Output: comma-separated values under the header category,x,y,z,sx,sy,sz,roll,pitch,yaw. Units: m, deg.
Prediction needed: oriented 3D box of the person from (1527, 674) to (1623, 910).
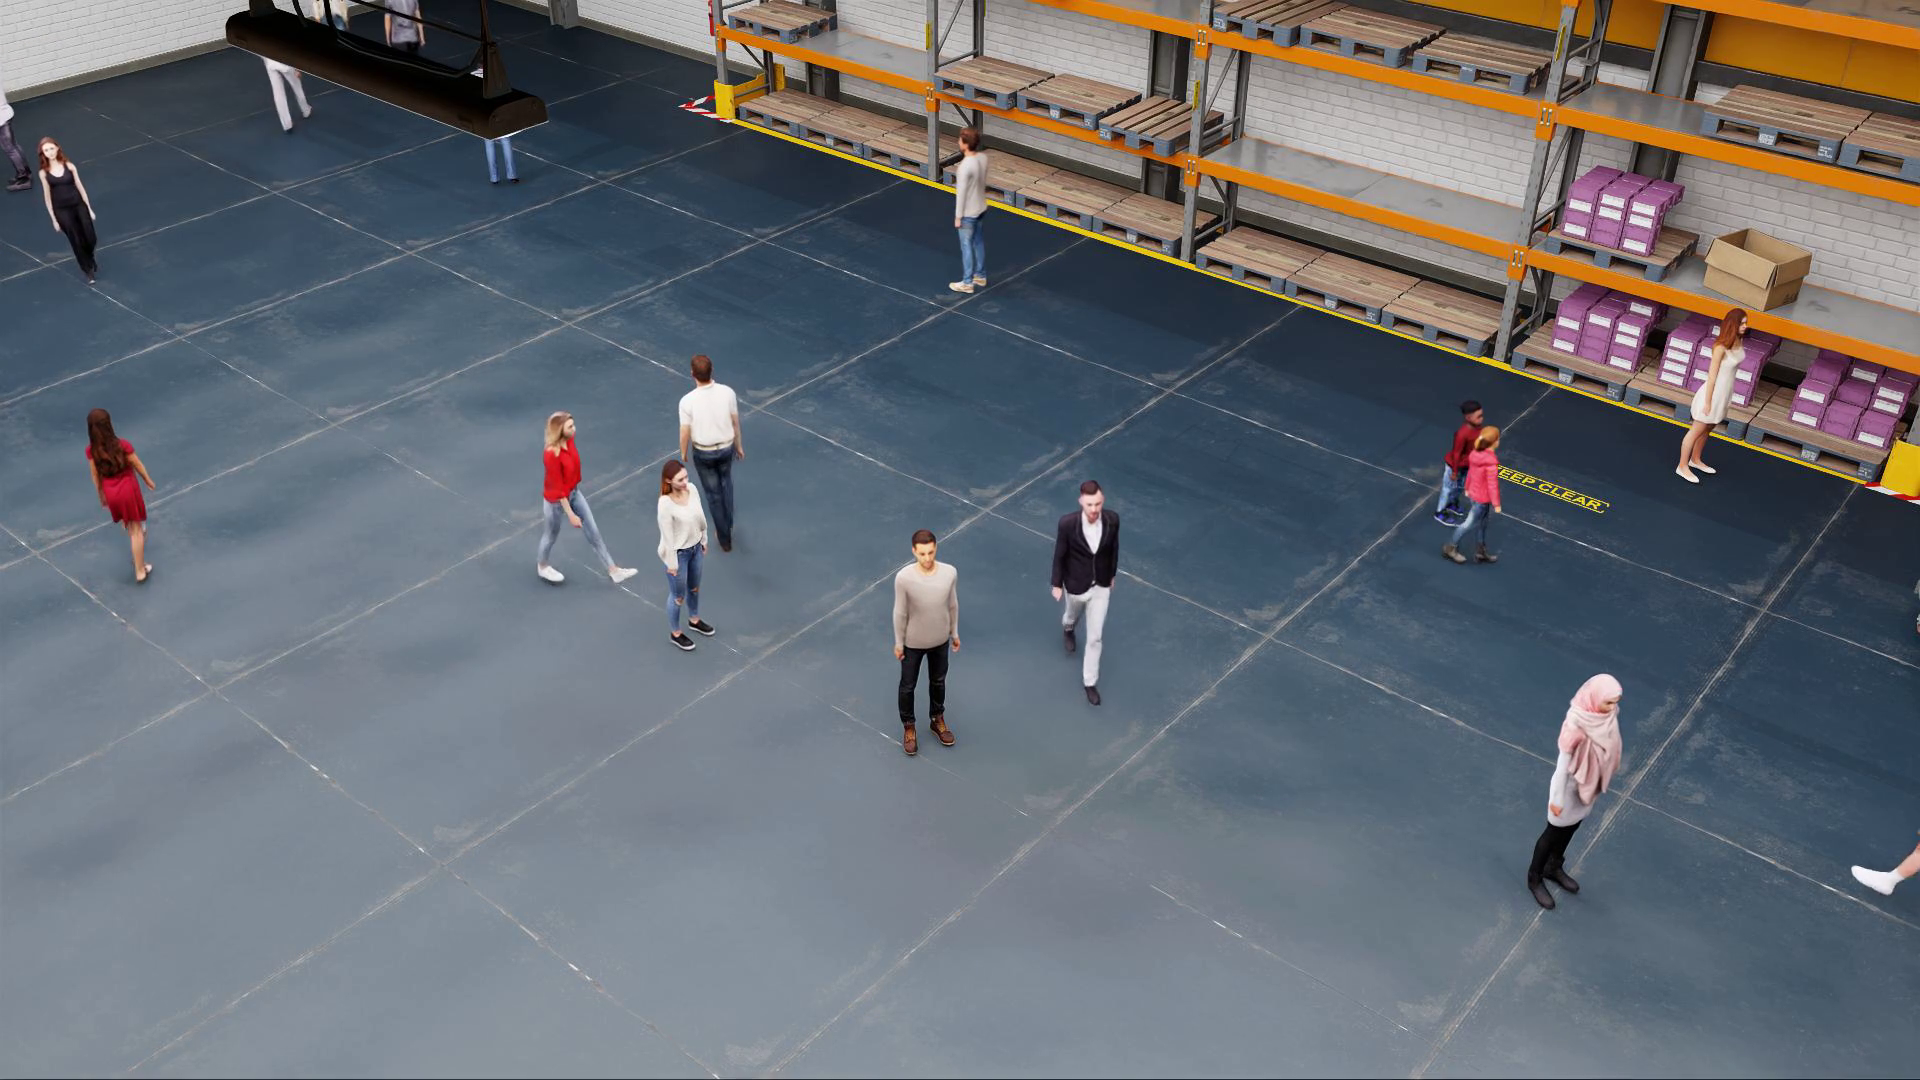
category,x,y,z,sx,sy,sz,roll,pitch,yaw
person,4.007,1.606,10.840,0.693,1.804,0.682,-21,39,-28

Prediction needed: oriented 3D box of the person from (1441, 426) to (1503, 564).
category,x,y,z,sx,sy,sz,roll,pitch,yaw
person,4.394,-0.365,14.276,0.796,1.282,0.684,7,34,11

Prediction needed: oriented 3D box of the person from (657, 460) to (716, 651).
category,x,y,z,sx,sy,sz,roll,pitch,yaw
person,-2.207,0.094,13.215,0.594,1.692,0.639,19,38,26

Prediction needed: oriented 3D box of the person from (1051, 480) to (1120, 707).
category,x,y,z,sx,sy,sz,roll,pitch,yaw
person,0.955,0.296,12.808,1.174,1.807,1.267,-4,34,-6

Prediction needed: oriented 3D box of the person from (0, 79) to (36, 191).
category,x,y,z,sx,sy,sz,roll,pitch,yaw
person,-12.350,-5.441,21.418,0.799,1.830,0.681,-13,36,-18

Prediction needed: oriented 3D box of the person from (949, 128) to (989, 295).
category,x,y,z,sx,sy,sz,roll,pitch,yaw
person,0.143,-3.720,18.762,0.631,1.903,0.689,19,38,26

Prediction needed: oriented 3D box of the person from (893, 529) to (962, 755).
category,x,y,z,sx,sy,sz,roll,pitch,yaw
person,-0.253,0.712,12.127,0.746,1.868,0.752,-11,35,-16

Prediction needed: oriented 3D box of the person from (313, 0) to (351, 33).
category,x,y,z,sx,sy,sz,roll,pitch,yaw
person,-9.517,-7.888,25.241,0.808,1.672,0.872,-11,35,-15

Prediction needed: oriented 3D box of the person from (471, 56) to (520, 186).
category,x,y,z,sx,sy,sz,roll,pitch,yaw
person,-6.021,-5.454,21.468,0.692,1.796,0.735,-5,34,-8

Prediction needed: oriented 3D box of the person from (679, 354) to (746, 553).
category,x,y,z,sx,sy,sz,roll,pitch,yaw
person,-2.085,-0.701,14.275,0.807,1.842,0.825,-16,37,-22

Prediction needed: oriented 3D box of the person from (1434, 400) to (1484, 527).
category,x,y,z,sx,sy,sz,roll,pitch,yaw
person,4.441,-0.714,14.835,0.491,1.245,0.501,25,41,32

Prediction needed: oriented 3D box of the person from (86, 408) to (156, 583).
category,x,y,z,sx,sy,sz,roll,pitch,yaw
person,-7.082,-0.353,14.047,0.938,1.516,1.046,-5,34,-8

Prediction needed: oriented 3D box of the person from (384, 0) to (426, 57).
category,x,y,z,sx,sy,sz,roll,pitch,yaw
person,-8.006,-7.222,24.088,0.904,1.841,1.146,-23,40,-30

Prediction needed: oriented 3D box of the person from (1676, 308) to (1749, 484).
category,x,y,z,sx,sy,sz,roll,pitch,yaw
person,6.986,-1.360,15.384,0.608,1.711,0.585,-23,40,-30

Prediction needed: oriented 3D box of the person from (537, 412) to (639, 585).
category,x,y,z,sx,sy,sz,roll,pitch,yaw
person,-3.376,-0.307,13.858,1.243,1.648,0.969,9,35,14

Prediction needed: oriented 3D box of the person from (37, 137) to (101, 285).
category,x,y,z,sx,sy,sz,roll,pitch,yaw
person,-10.189,-3.795,19.026,0.710,1.735,0.785,-21,39,-28
